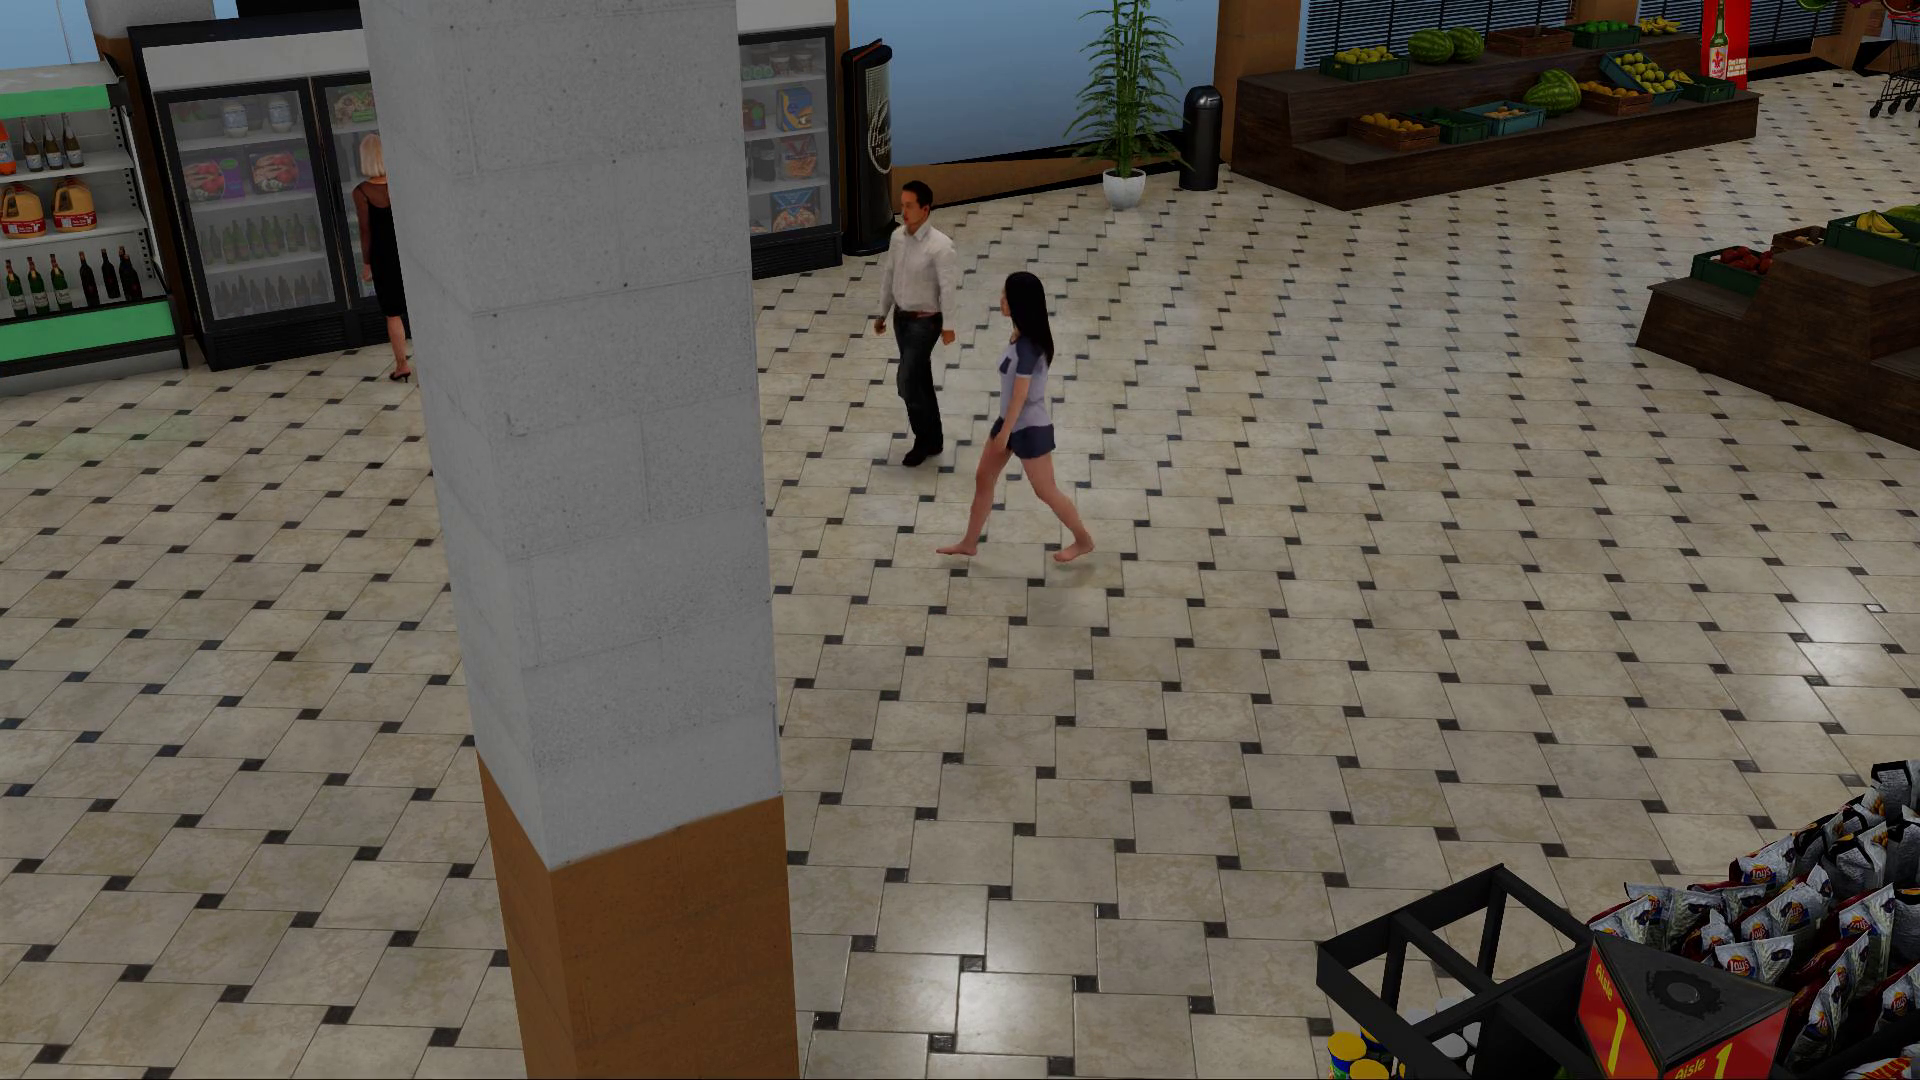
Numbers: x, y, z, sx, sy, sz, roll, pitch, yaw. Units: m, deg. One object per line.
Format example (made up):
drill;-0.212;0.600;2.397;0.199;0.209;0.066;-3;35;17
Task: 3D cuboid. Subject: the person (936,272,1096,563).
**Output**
person;0.428;-0.597;9.010;1.183;1.660;0.874;-4;27;-7

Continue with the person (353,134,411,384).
person;-3.942;-1.954;11.590;0.534;1.748;0.706;-24;35;-39

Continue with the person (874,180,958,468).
person;-0.192;-1.355;10.353;0.694;1.797;0.705;-19;33;-33
